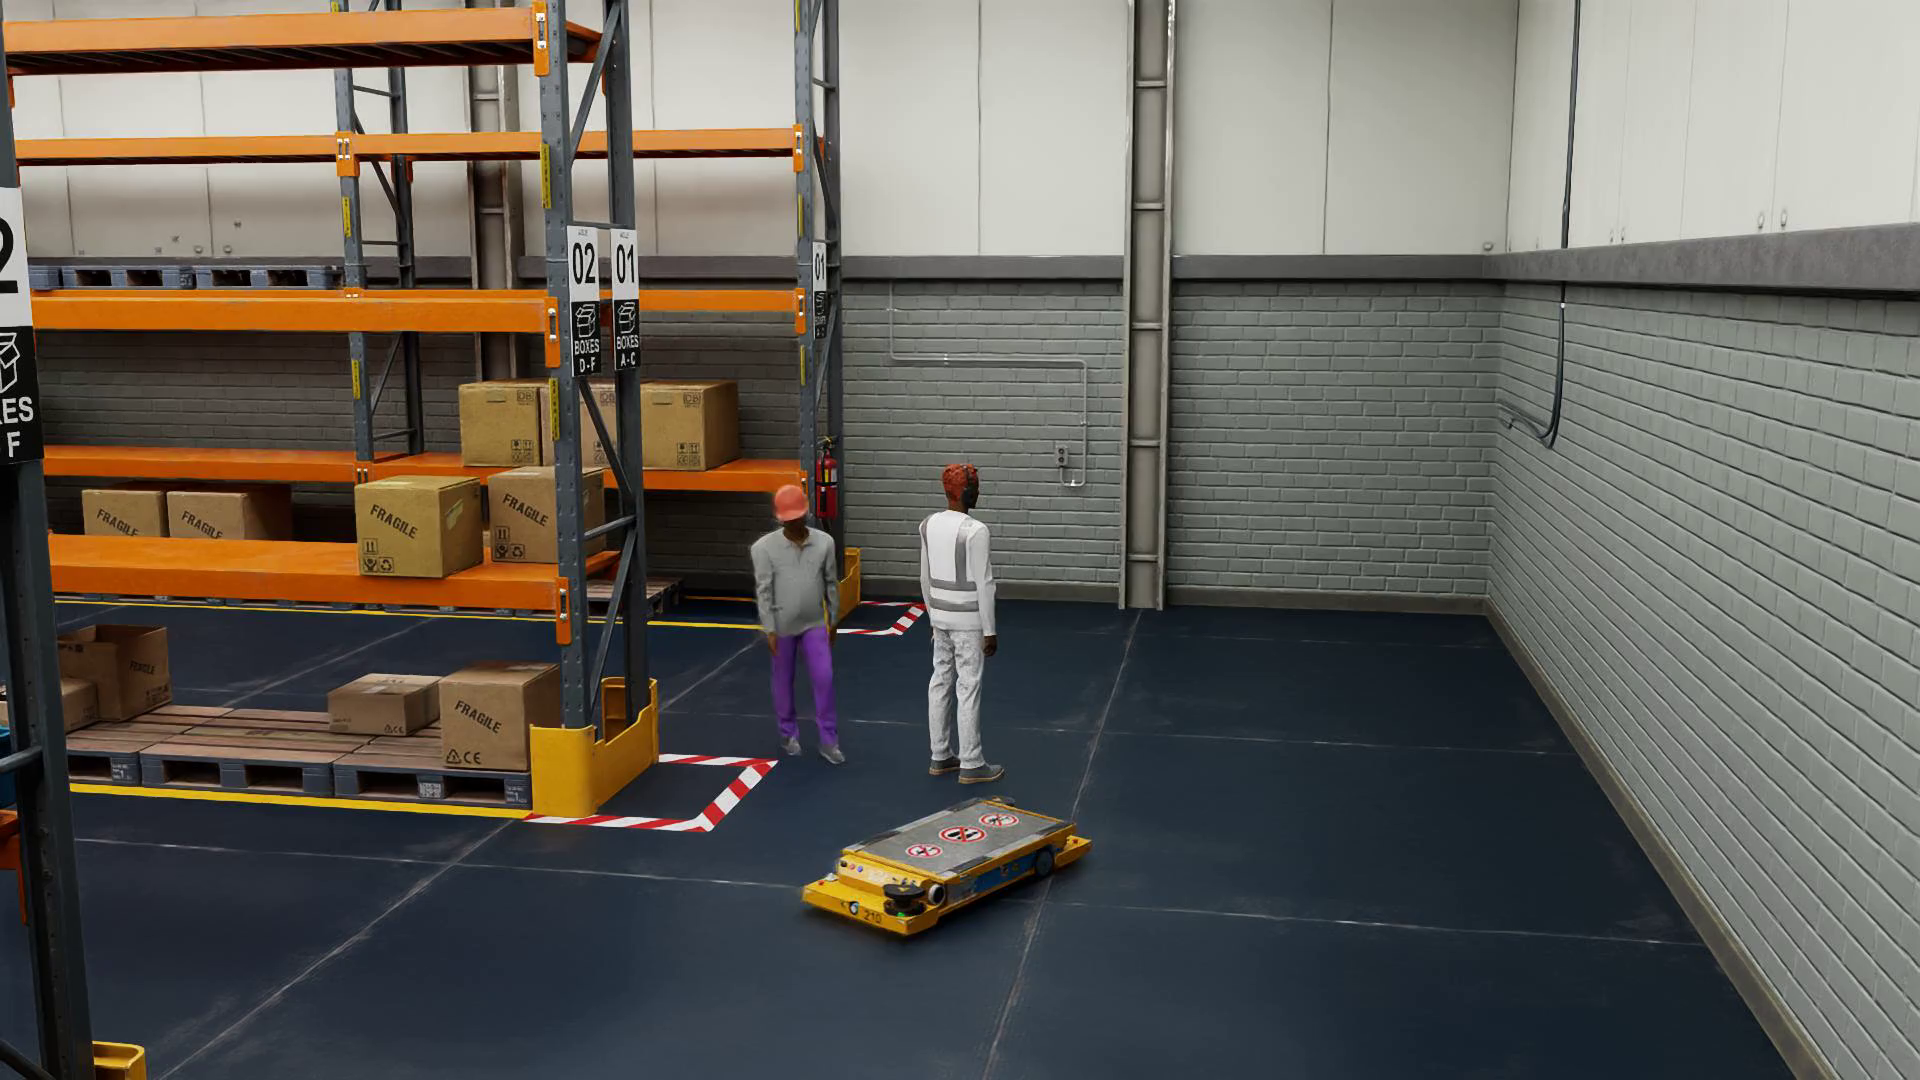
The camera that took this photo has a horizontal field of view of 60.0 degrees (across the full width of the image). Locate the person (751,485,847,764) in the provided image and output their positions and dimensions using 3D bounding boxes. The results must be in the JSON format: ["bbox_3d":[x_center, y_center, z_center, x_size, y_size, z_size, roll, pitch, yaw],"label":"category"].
[{"bbox_3d":[-0.962,0.514,10.107,0.570,1.708,0.745,-4,10,-23],"label":"person"}]

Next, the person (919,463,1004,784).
[{"bbox_3d":[0.005,0.485,9.766,0.355,1.882,0.576,-8,12,-42],"label":"person"}]

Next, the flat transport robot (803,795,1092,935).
[{"bbox_3d":[-0.031,1.553,8.126,0.652,0.197,1.431,7,12,39],"label":"flat transport robot"}]
